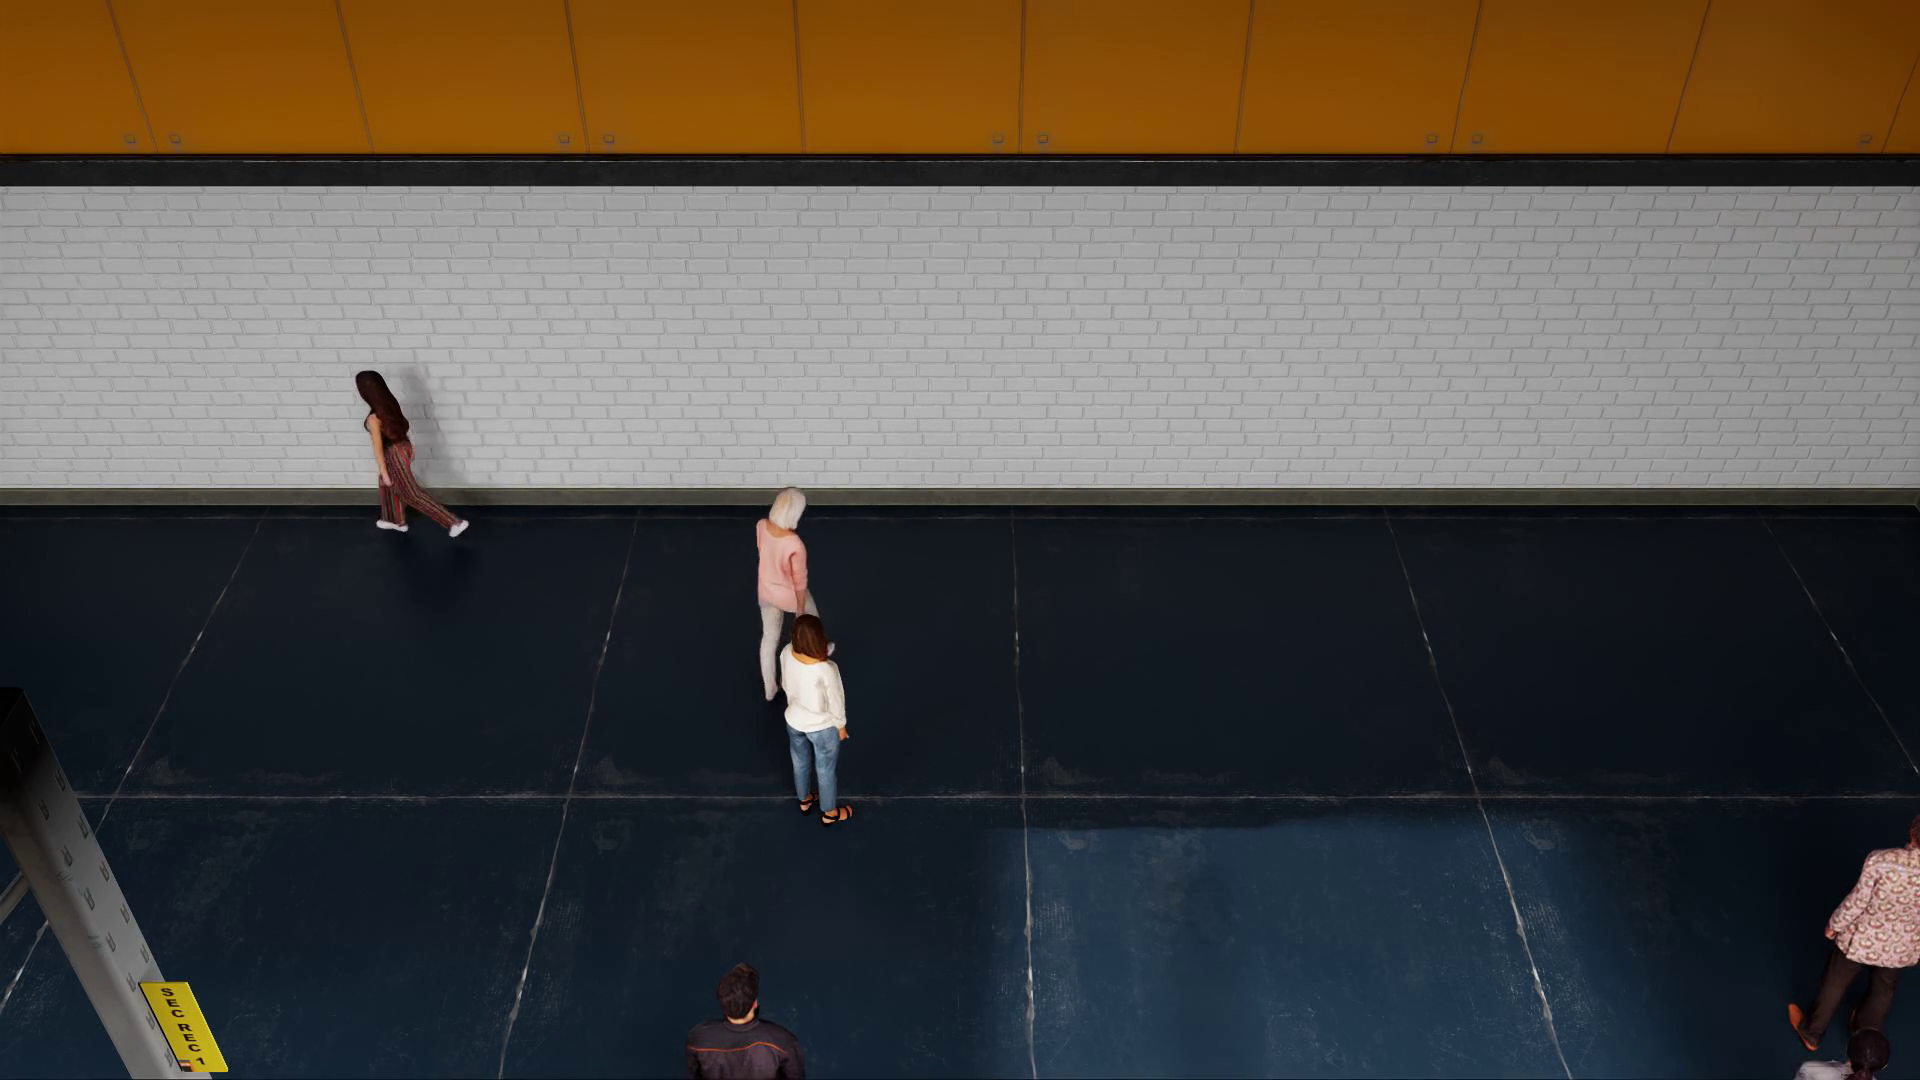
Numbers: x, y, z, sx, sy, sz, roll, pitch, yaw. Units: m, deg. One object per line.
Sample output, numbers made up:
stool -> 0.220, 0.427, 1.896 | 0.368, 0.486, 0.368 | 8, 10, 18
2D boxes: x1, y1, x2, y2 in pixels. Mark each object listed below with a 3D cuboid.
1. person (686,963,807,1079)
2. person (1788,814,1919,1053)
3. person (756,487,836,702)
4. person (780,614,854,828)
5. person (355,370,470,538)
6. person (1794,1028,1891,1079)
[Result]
person -> -1.016, 2.748, 8.085 | 0.698, 1.944, 0.580 | 1, 39, 1
person -> 4.964, 2.131, 8.967 | 0.726, 1.808, 0.639 | 6, 39, 7
person -> -1.245, 0.409, 11.218 | 0.897, 1.690, 1.026 | 19, 42, 22
person -> -0.913, 1.120, 10.333 | 0.701, 1.683, 0.739 | 27, 46, 29
person -> -4.197, -0.611, 12.625 | 0.714, 1.528, 1.020 | 6, 39, 7
person -> 4.106, 3.001, 8.028 | 1.010, 1.620, 1.194 | 21, 43, 25
